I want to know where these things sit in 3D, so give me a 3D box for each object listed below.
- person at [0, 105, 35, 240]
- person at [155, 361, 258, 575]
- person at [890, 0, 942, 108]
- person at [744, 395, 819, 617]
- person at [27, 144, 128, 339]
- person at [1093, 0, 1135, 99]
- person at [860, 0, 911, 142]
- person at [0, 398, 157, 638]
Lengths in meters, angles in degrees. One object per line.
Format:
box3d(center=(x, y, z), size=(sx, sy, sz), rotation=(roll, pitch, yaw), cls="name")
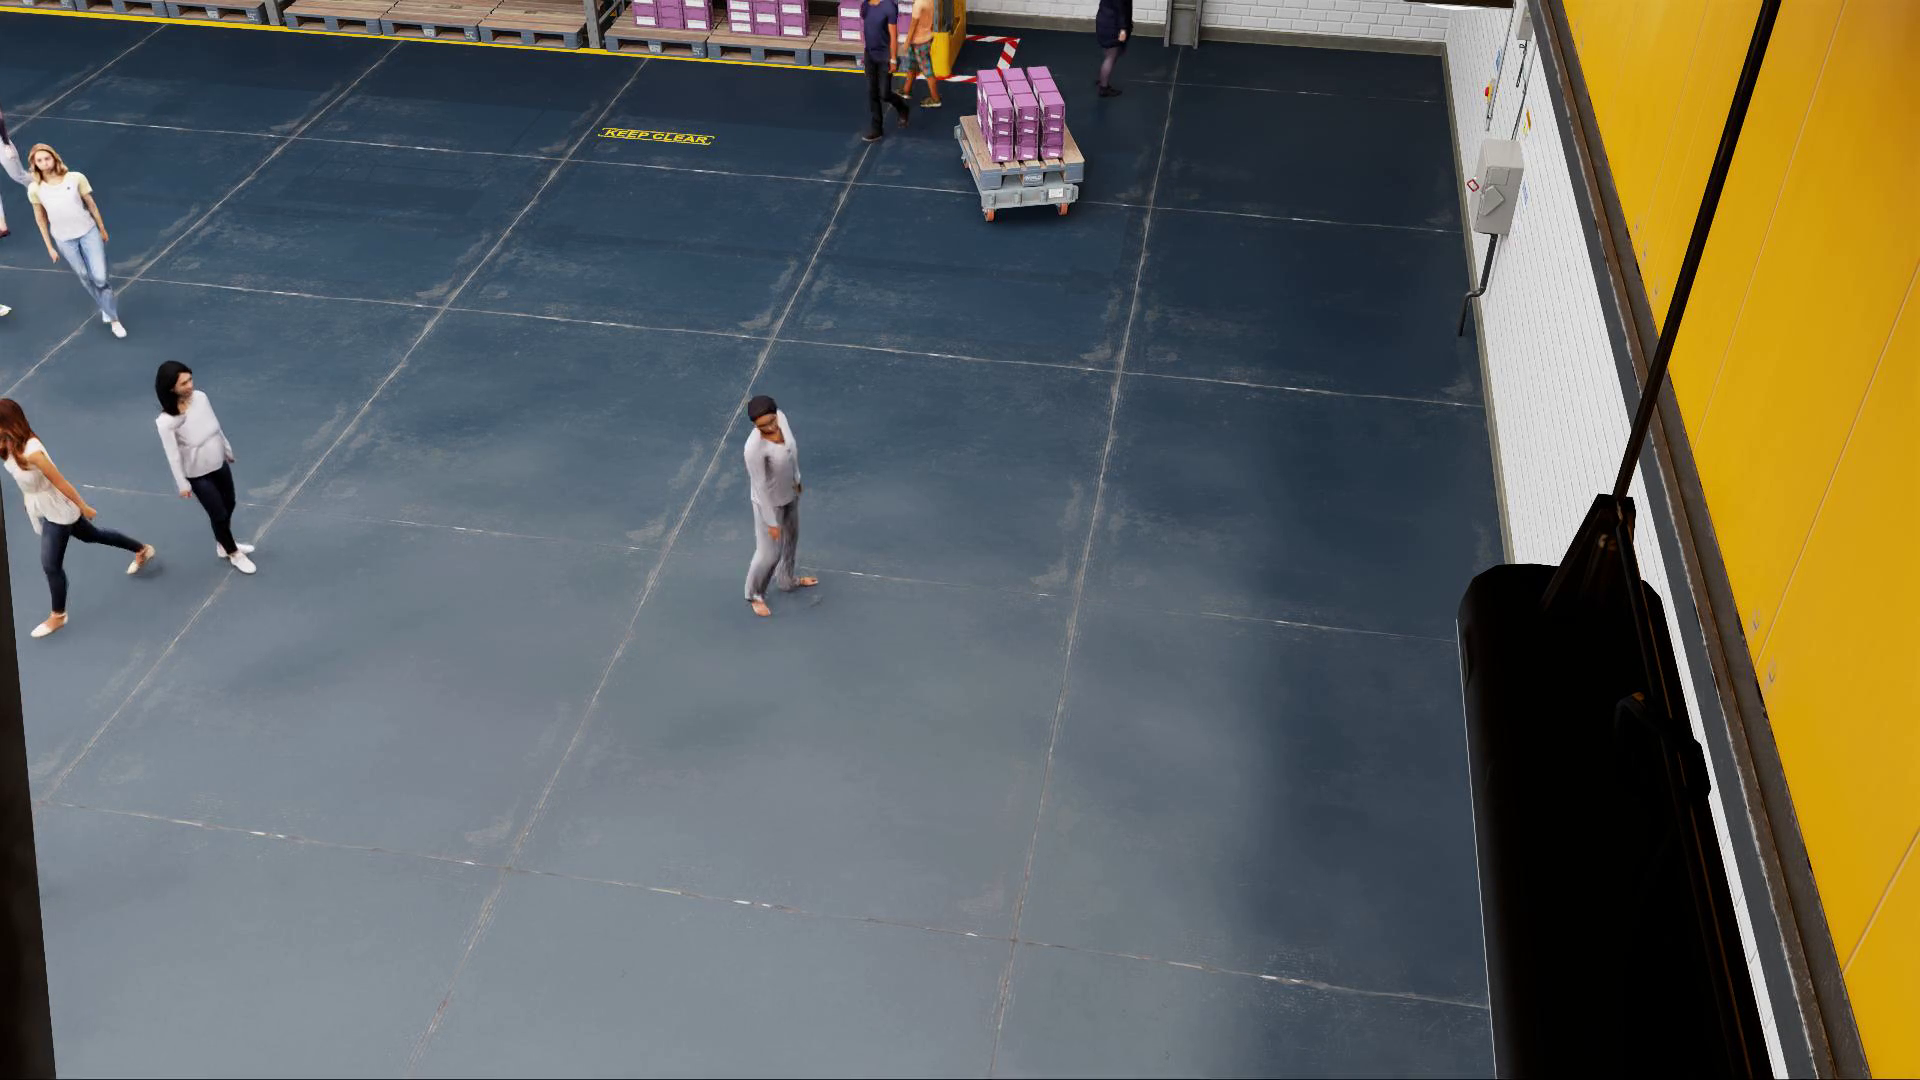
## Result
box3d(center=(-8.949, -3.651, 15.470), size=(1.033, 1.575, 0.766), rotation=(1, 39, 2), cls="person")
box3d(center=(-5.216, -0.498, 11.428), size=(0.638, 1.693, 0.664), rotation=(10, 40, 12), cls="person")
box3d(center=(-0.337, -5.284, 17.622), size=(0.812, 1.441, 0.538), rotation=(6, 39, 7), cls="person")
box3d(center=(-1.227, -0.315, 11.177), size=(0.701, 1.719, 0.757), rotation=(3, 39, 4), cls="person")
box3d(center=(-7.462, -2.573, 14.022), size=(0.985, 1.698, 1.020), rotation=(-19, 43, -23), cls="person")
box3d(center=(1.558, -5.513, 17.729), size=(0.755, 1.667, 0.755), rotation=(-4, 39, -5), cls="person")
box3d(center=(-0.756, -4.943, 16.925), size=(0.910, 1.779, 0.927), rotation=(27, 46, 30), cls="person")
box3d(center=(-5.926, -0.242, 11.074), size=(1.205, 1.734, 1.093), rotation=(31, 48, 33), cls="person")
